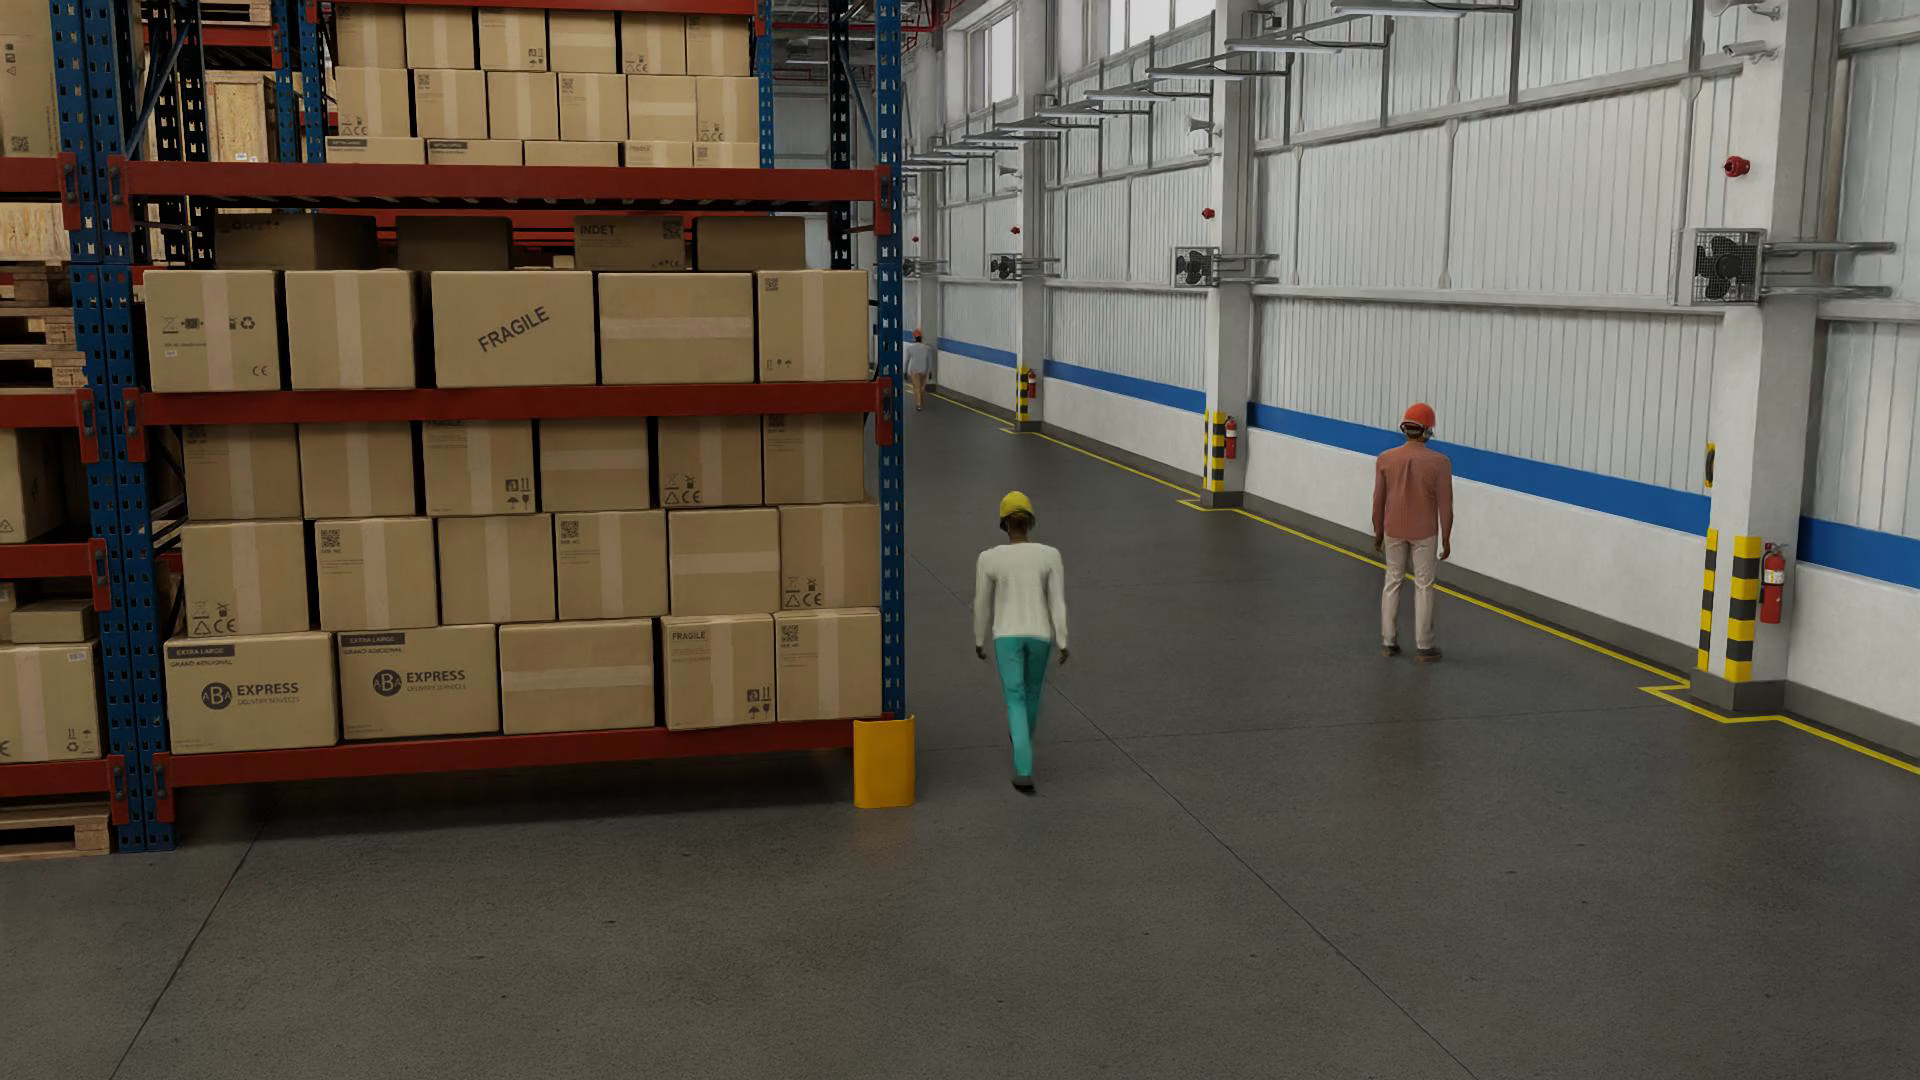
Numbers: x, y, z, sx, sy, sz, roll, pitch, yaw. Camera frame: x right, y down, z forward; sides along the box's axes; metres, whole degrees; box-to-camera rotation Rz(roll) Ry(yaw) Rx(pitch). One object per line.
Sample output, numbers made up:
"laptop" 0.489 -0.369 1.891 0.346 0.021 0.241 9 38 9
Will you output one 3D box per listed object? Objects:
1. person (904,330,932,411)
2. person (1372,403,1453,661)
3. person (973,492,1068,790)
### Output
"person" -0.895 -3.600 35.339 0.577 1.701 0.939 -2 9 -11
"person" 3.510 -0.064 12.882 0.623 1.992 0.396 6 11 33
"person" 0.351 0.573 9.896 0.532 1.699 0.980 -2 10 -12
